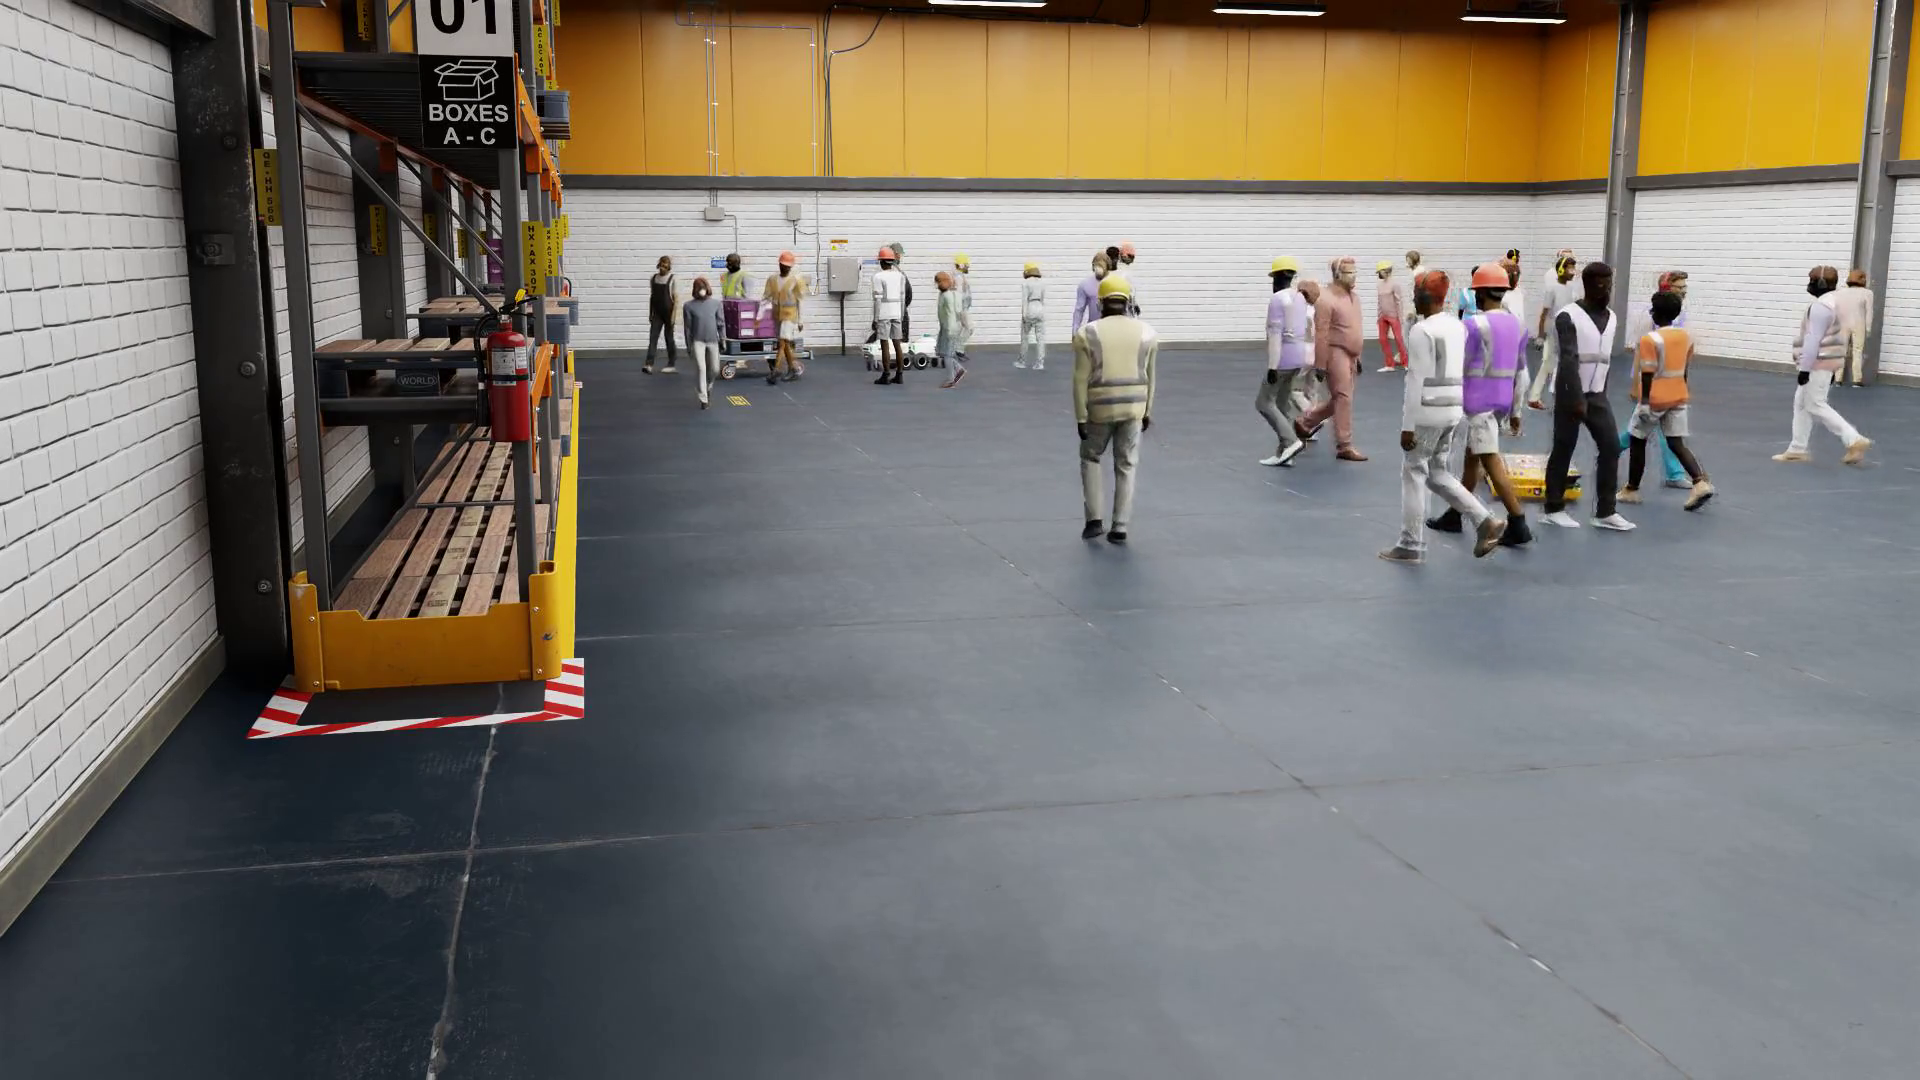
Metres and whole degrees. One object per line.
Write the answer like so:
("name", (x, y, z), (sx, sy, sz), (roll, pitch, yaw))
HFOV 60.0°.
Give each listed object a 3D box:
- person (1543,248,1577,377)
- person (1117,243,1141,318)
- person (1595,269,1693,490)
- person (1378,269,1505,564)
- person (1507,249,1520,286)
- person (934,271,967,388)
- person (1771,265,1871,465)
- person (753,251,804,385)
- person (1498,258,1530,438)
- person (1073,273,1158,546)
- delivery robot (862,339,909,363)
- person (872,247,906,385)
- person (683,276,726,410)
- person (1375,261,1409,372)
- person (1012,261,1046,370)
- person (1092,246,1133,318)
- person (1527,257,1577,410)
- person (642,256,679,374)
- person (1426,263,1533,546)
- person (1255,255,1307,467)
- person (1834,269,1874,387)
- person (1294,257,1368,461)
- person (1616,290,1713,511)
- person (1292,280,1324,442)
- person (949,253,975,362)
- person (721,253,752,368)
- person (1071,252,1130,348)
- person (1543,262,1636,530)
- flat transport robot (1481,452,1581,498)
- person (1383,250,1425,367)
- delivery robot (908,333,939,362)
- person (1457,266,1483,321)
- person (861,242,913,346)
("person", (8.974, -3.380, 24.802), (0.639, 1.911, 0.406), (-8, 13, -37))
("person", (2.727, -3.781, 26.831), (0.597, 1.973, 0.616), (3, 11, 14))
("person", (5.770, -1.351, 13.866), (0.581, 1.808, 0.934), (-9, 14, -41))
("person", (3.012, -0.750, 10.362), (0.670, 1.866, 0.579), (9, 14, 41))
("person", (10.140, -4.421, 30.675), (0.311, 1.869, 0.533), (-2, 10, -12))
("person", (-0.158, -2.901, 22.936), (0.417, 1.612, 0.529), (-3, 11, -14))
("person", (7.840, -1.565, 15.017), (0.781, 1.821, 0.631), (7, 13, 36))
("person", (-2.536, -3.151, 23.631), (0.645, 1.876, 1.005), (5, 11, 24))
("person", (5.634, -1.967, 17.128), (0.616, 1.863, 0.417), (-9, 13, -40))
("person", (1.023, -0.872, 11.161), (0.596, 1.810, 0.486), (-2, 10, -9))
("delivery robot", (-1.171, -2.975, 26.046), (0.707, 0.478, 0.477), (-6, 12, -29))
("person", (-1.029, -3.166, 23.531), (0.548, 1.936, 0.378), (-8, 13, -38))
("person", (-3.106, -2.397, 20.181), (0.503, 1.610, 0.593), (-4, 11, -20))
("person", (6.673, -3.430, 25.613), (0.504, 1.727, 0.656), (-5, 11, -26))
("person", (1.112, -3.549, 26.313), (0.501, 1.683, 0.807), (-7, 12, -32))
("person", (2.291, -3.527, 25.512), (0.745, 1.944, 0.562), (1, 10, 7))
("person", (7.210, -2.424, 19.750), (0.945, 1.817, 0.520), (9, 14, 41))
("person", (-4.575, -3.405, 25.281), (0.596, 1.786, 0.872), (4, 11, 20))
("person", (3.564, -0.918, 11.234), (0.563, 1.889, 0.988), (-6, 12, -31))
("person", (2.886, -1.597, 14.927), (0.422, 1.900, 0.628), (7, 12, 35))
("person", (12.418, -2.943, 23.146), (0.286, 1.632, 0.500), (-10, 14, -43))
("person", (3.486, -1.694, 15.526), (0.768, 1.886, 0.649), (8, 13, 36))
("person", (5.373, -1.057, 12.604), (0.536, 1.667, 0.802), (-5, 11, -25))
("person", (3.503, -1.795, 16.776), (0.386, 1.633, 0.532), (10, 14, 43))
("person", (0.031, -3.869, 27.752), (0.460, 1.815, 0.624), (-1, 10, -6))
("person", (-3.582, -3.642, 26.473), (0.648, 1.826, 0.448), (8, 13, 38))
("person", (1.635, -2.428, 19.588), (0.656, 1.880, 1.034), (5, 11, 26))
("person", (4.443, -0.987, 11.633), (0.579, 1.881, 0.791), (-5, 12, -27))
("flat transport robot", (4.658, -0.543, 13.621), (0.652, 0.197, 1.431), (2, 11, 13))
("person", (7.350, -3.666, 26.507), (1.019, 1.885, 0.629), (1, 10, 6))
("delivery robot", (-0.514, -3.036, 26.387), (0.707, 0.478, 0.477), (-6, 12, -29))
("person", (7.369, -3.065, 23.709), (0.542, 1.680, 0.651), (4, 11, 21))
("person", (-1.206, -4.110, 28.477), (0.902, 2.000, 0.677), (2, 10, 10))
